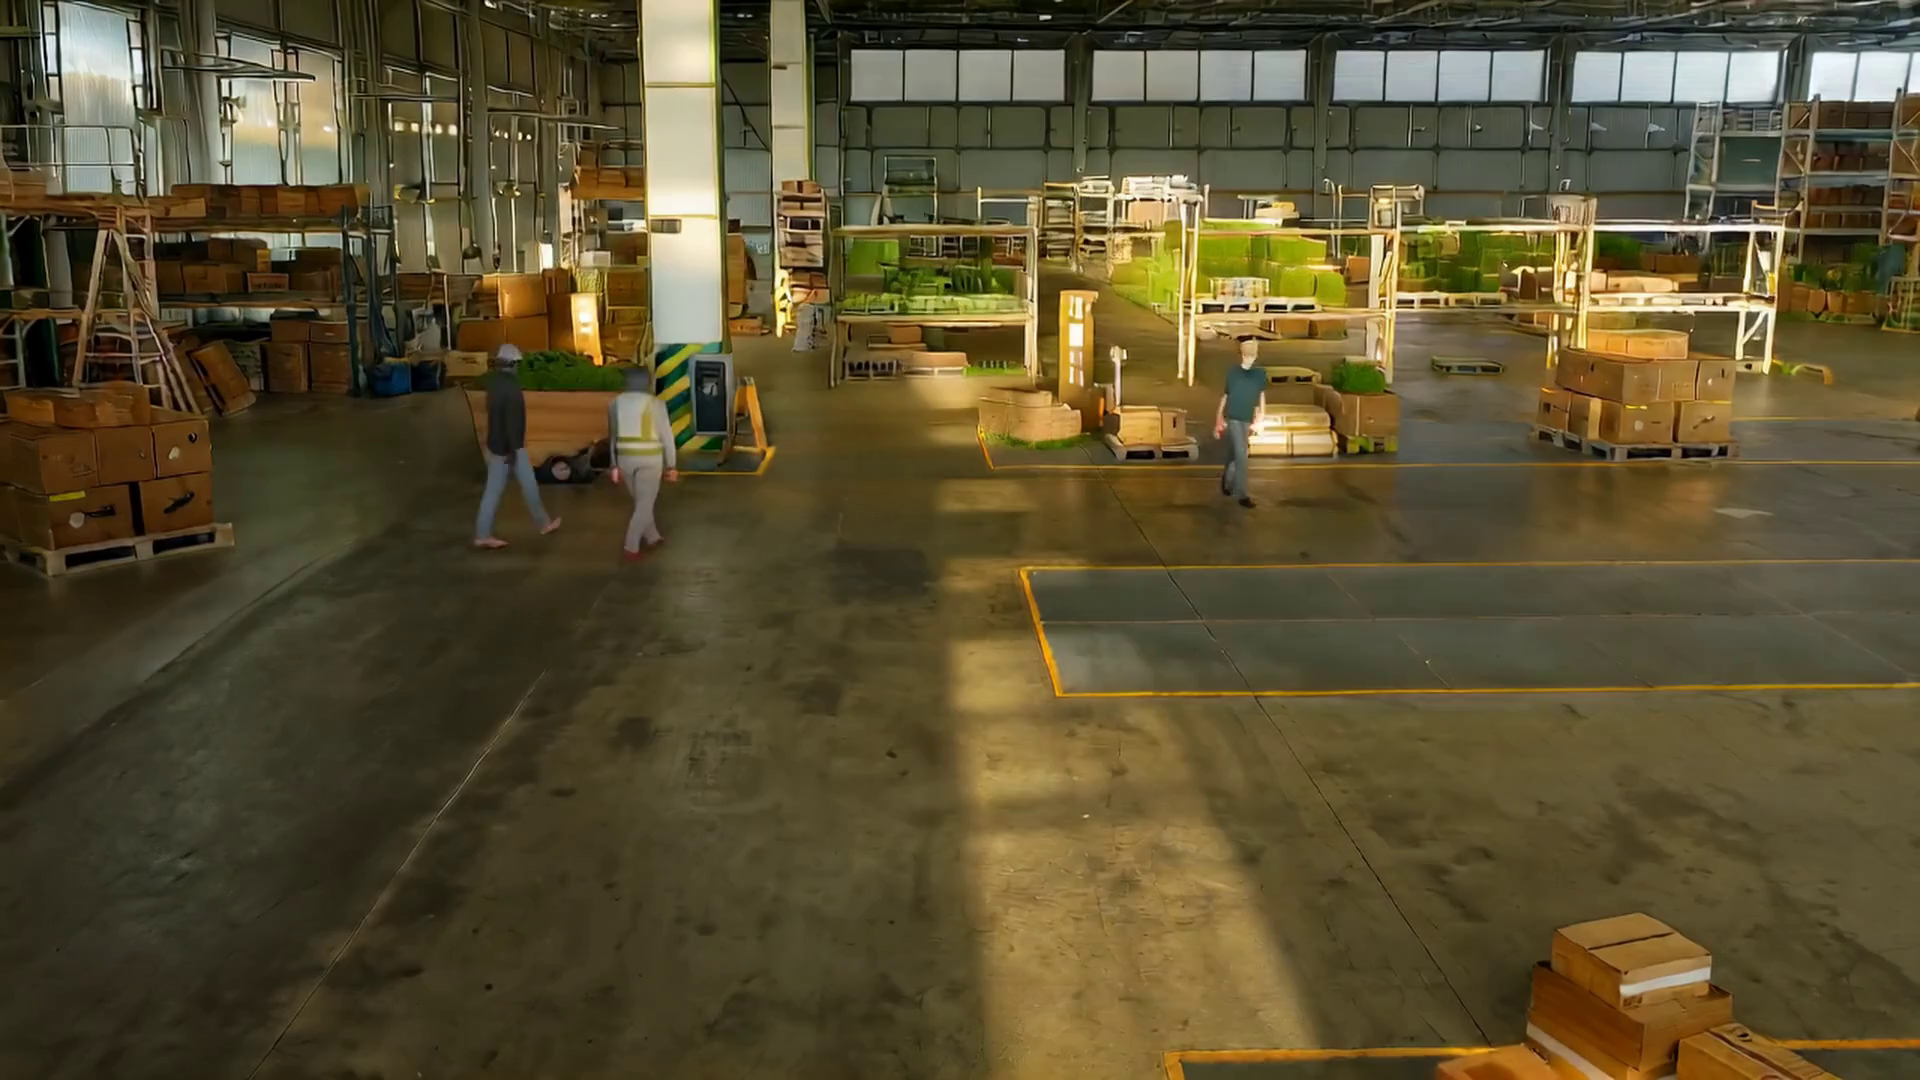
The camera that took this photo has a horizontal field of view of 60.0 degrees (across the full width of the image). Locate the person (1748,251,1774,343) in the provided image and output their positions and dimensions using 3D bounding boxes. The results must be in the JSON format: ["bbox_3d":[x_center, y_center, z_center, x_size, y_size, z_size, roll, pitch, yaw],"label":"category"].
[{"bbox_3d":[16.908,-5.104,34.949,0.392,1.922,0.591,1,13,5],"label":"person"}]

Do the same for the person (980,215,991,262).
[{"bbox_3d":[0.926,-11.693,64.700,0.559,1.922,0.694,-2,13,-8],"label":"person"}]

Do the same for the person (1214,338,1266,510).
[{"bbox_3d":[3.011,-1.294,17.970,0.539,1.831,0.896,-5,13,-20],"label":"person"}]

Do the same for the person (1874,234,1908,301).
[{"bbox_3d":[25.772,-7.520,45.981,0.413,1.873,0.709,-6,14,-26],"label":"person"}]

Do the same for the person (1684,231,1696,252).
[{"bbox_3d":[25.865,-10.252,58.854,0.520,1.623,0.539,-4,13,-17],"label":"person"}]

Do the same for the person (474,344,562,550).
[{"bbox_3d":[-4.271,-0.892,15.930,0.677,1.917,1.001,12,17,42],"label":"person"}]

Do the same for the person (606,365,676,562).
[{"bbox_3d":[-2.969,-0.715,15.429,0.644,1.803,0.952,5,13,21],"label":"person"}]

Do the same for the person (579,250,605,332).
[{"bbox_3d":[-8.339,-5.648,37.610,0.571,1.841,0.977,-5,13,-20],"label":"person"}]

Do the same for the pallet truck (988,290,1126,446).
[{"bbox_3d":[1.257,-2.299,22.111,1.885,1.965,0.823,-9,15,-35],"label":"pallet truck"}]

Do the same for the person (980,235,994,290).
[{"bbox_3d":[0.797,-8.403,49.803,0.361,1.938,0.635,7,14,28],"label":"person"}]

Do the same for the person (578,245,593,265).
[{"bbox_3d":[-9.202,-6.323,40.755,0.563,1.802,0.891,7,14,28],"label":"person"}]

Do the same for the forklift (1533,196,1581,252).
[{"bbox_3d":[18.630,-9.278,51.611,1.129,2.768,1.873,-1,13,-3],"label":"forklift"}]

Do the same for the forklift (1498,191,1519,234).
[{"bbox_3d":[20.700,-11.779,62.903,1.873,2.768,1.129,0,12,-2],"label":"forklift"}]

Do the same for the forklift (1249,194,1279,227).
[{"bbox_3d":[10.057,-10.104,55.342,1.129,2.768,1.873,-2,13,-10],"label":"forklift"}]

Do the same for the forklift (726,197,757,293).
[{"bbox_3d":[-6.936,-8.600,48.549,1.873,2.768,1.129,0,12,-2],"label":"forklift"}]

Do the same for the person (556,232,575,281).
[{"bbox_3d":[-13.022,-9.350,54.813,0.596,1.616,0.546,7,14,30],"label":"person"}]

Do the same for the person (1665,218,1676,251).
[{"bbox_3d":[25.190,-10.490,59.334,0.661,1.933,0.520,-9,16,-37],"label":"person"}]

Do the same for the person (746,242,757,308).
[{"bbox_3d":[-5.621,-6.979,43.862,0.516,1.728,0.486,-8,15,-32],"label":"person"}]

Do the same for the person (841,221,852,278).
[{"bbox_3d":[-3.971,-9.897,56.610,0.637,1.920,0.828,-7,14,-28],"label":"person"}]
